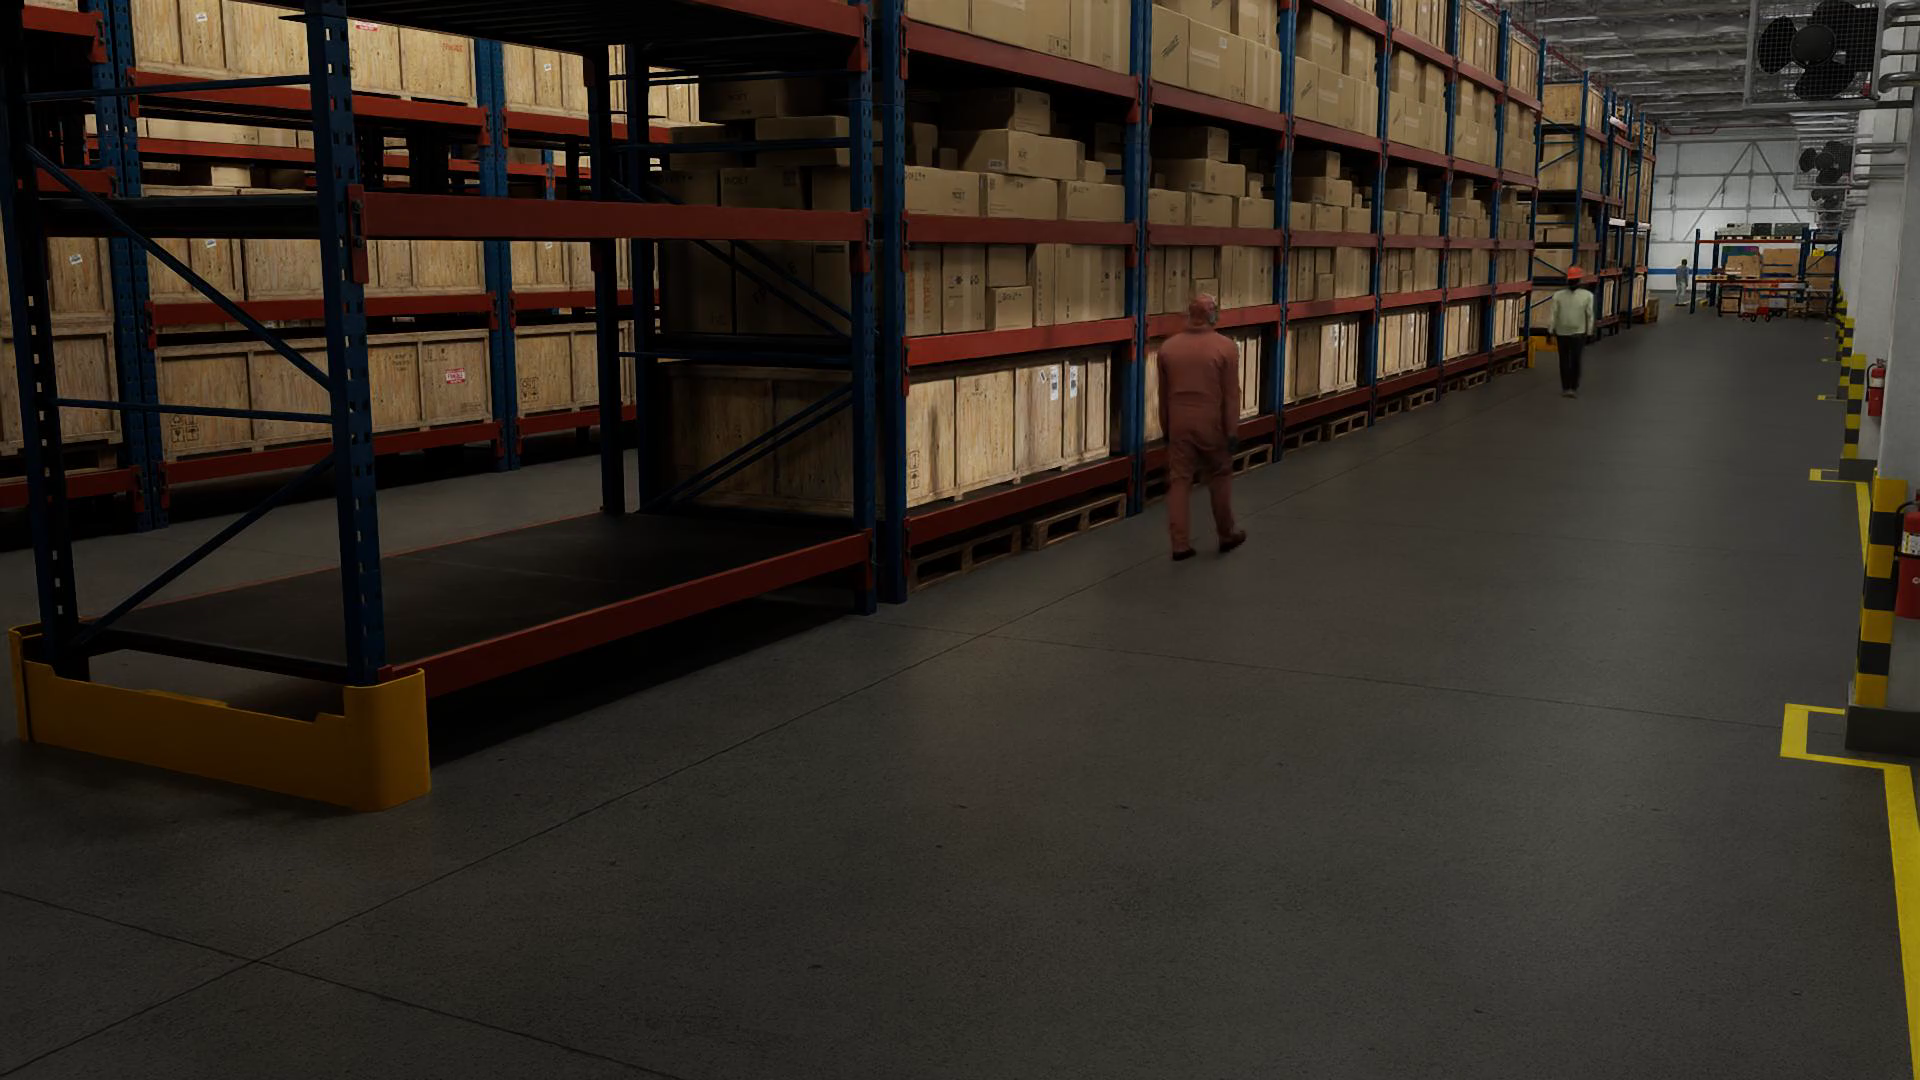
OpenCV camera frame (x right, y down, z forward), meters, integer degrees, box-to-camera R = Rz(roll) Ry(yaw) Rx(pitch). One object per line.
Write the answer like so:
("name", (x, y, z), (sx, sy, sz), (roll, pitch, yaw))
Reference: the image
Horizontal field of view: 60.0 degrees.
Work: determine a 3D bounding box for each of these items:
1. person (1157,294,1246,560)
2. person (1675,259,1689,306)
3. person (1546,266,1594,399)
("person", (1.777, -0.820, 11.986), (0.673, 1.872, 0.878), (6, 11, 31))
("person", (29.413, -10.477, 67.755), (0.366, 1.931, 0.631), (-4, 11, -22))
("person", (9.116, -3.101, 24.932), (0.646, 1.960, 0.907), (5, 11, 28))
